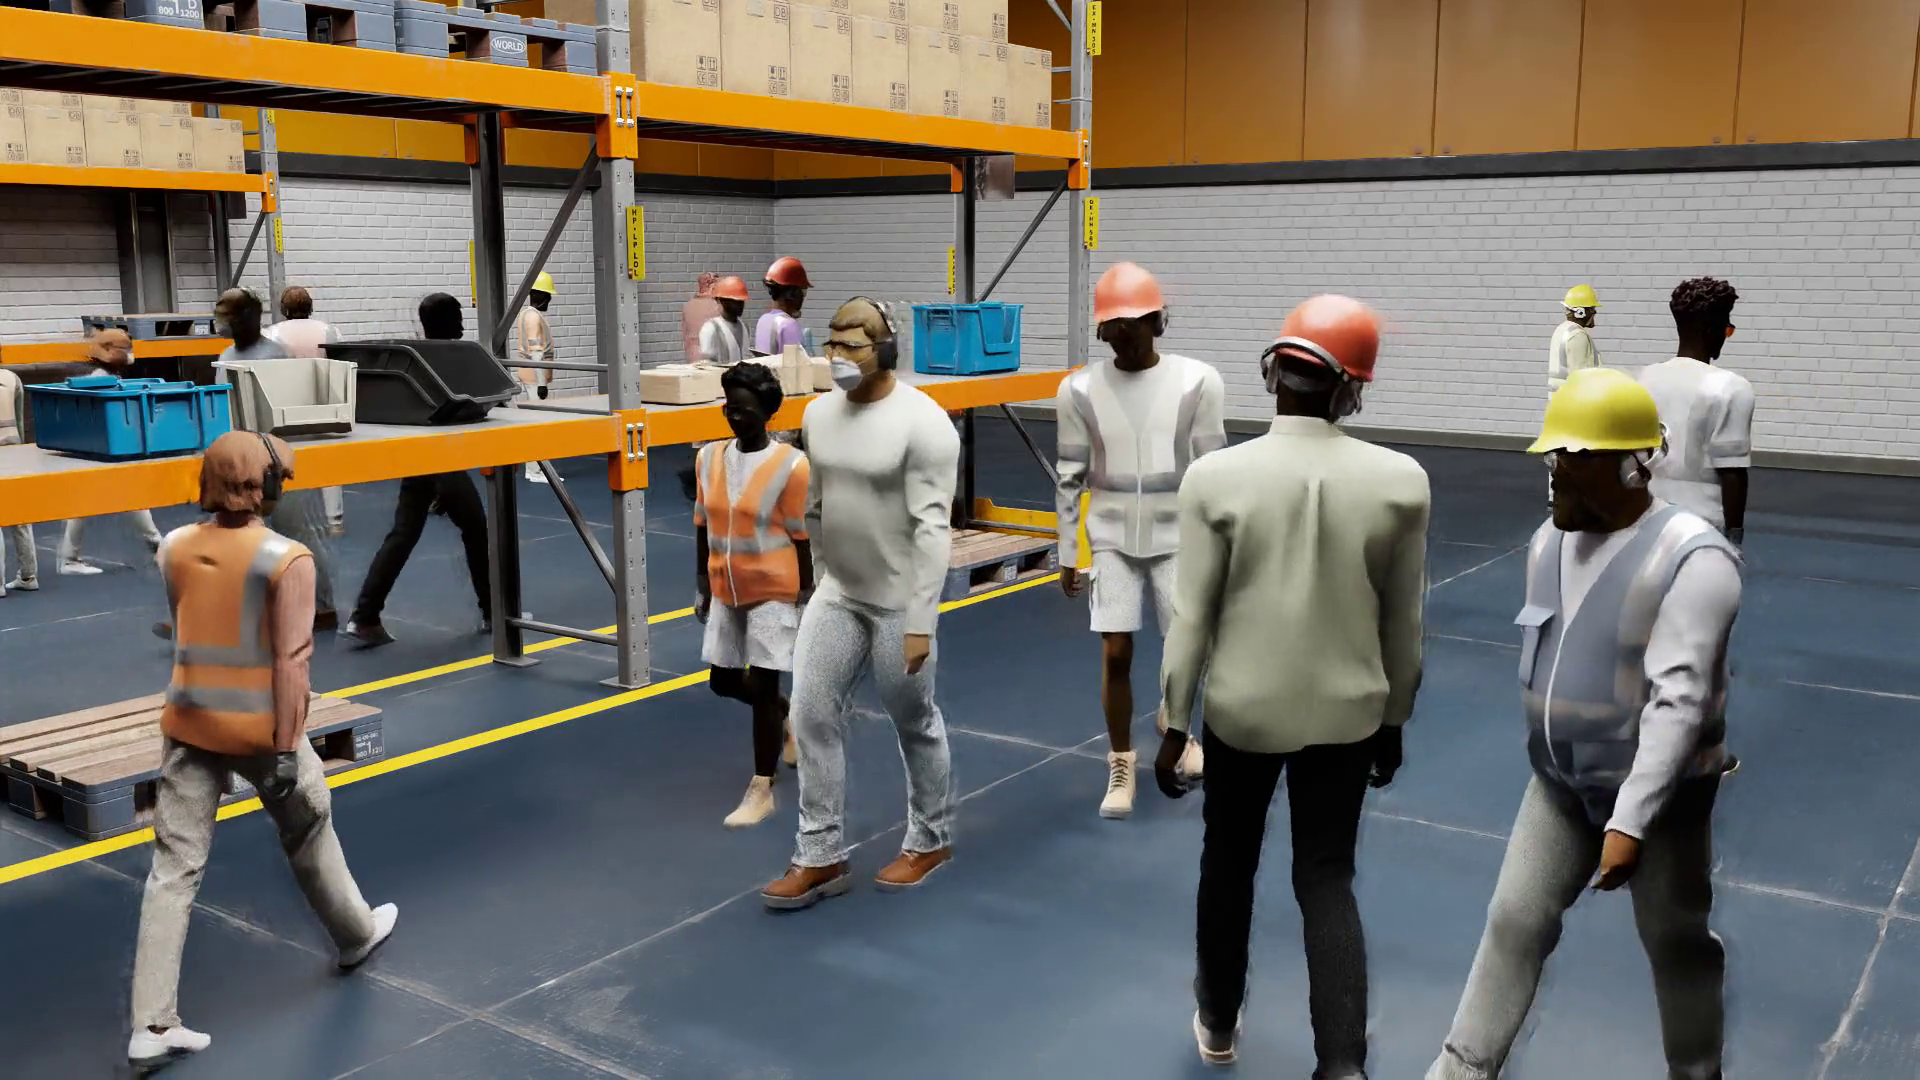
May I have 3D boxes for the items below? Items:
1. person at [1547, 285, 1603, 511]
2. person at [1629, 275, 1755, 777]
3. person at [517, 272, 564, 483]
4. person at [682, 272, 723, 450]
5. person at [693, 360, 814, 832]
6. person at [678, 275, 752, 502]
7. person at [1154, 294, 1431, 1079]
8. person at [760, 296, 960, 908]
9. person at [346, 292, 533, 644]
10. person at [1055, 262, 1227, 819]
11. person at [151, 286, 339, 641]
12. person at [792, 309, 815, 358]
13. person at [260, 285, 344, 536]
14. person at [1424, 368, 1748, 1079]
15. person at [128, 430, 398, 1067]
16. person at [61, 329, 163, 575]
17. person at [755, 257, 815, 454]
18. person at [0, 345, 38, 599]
[{"bbox_3d":[4.890,-1.103,13.228,0.404,1.833,0.590,0,10,3],"label":"person"},{"bbox_3d":[2.841,-0.052,6.566,0.370,1.965,0.608,-5,11,-26],"label":"person"},{"bbox_3d":[-3.842,-1.475,15.194,0.381,1.917,0.585,-3,10,-20],"label":"person"},{"bbox_3d":[-2.651,-1.887,17.676,0.652,1.906,0.403,9,13,42],"label":"person"},{"bbox_3d":[-0.701,0.176,6.066,0.532,1.680,0.591,6,11,31],"label":"person"},{"bbox_3d":[-1.930,-1.184,13.496,0.698,1.916,0.548,6,12,34],"label":"person"},{"bbox_3d":[0.782,0.411,3.870,0.633,1.956,0.904,0,10,1],"label":"person"},{"bbox_3d":[-0.322,0.212,5.150,0.655,1.905,0.818,8,12,39],"label":"person"},{"bbox_3d":[-2.836,-0.382,8.867,0.588,1.868,1.032,7,12,38],"label":"person"},{"bbox_3d":[0.679,-0.006,6.129,0.662,2.022,0.628,2,10,12],"label":"person"},{"bbox_3d":[-3.764,-0.381,8.763,0.651,1.882,1.003,7,12,38],"label":"person"},{"bbox_3d":[-1.756,-1.702,17.384,0.583,1.629,0.335,6,11,31],"label":"person"},{"bbox_3d":[-4.781,-0.924,12.129,0.627,1.847,0.429,-6,11,-33],"label":"person"},{"bbox_3d":[1.350,0.532,3.616,0.905,1.787,0.608,-4,10,-23],"label":"person"},{"bbox_3d":[-1.893,0.507,4.380,0.504,1.579,0.934,2,10,14],"label":"person"},{"bbox_3d":[-5.451,-0.566,10.775,0.834,1.581,0.512,-2,10,-14],"label":"person"},{"bbox_3d":[-1.119,-0.813,10.877,0.378,2.041,0.615,-5,11,-26],"label":"person"},{"bbox_3d":[-5.827,-0.462,10.020,0.313,1.629,0.508,2,10,11],"label":"person"}]
